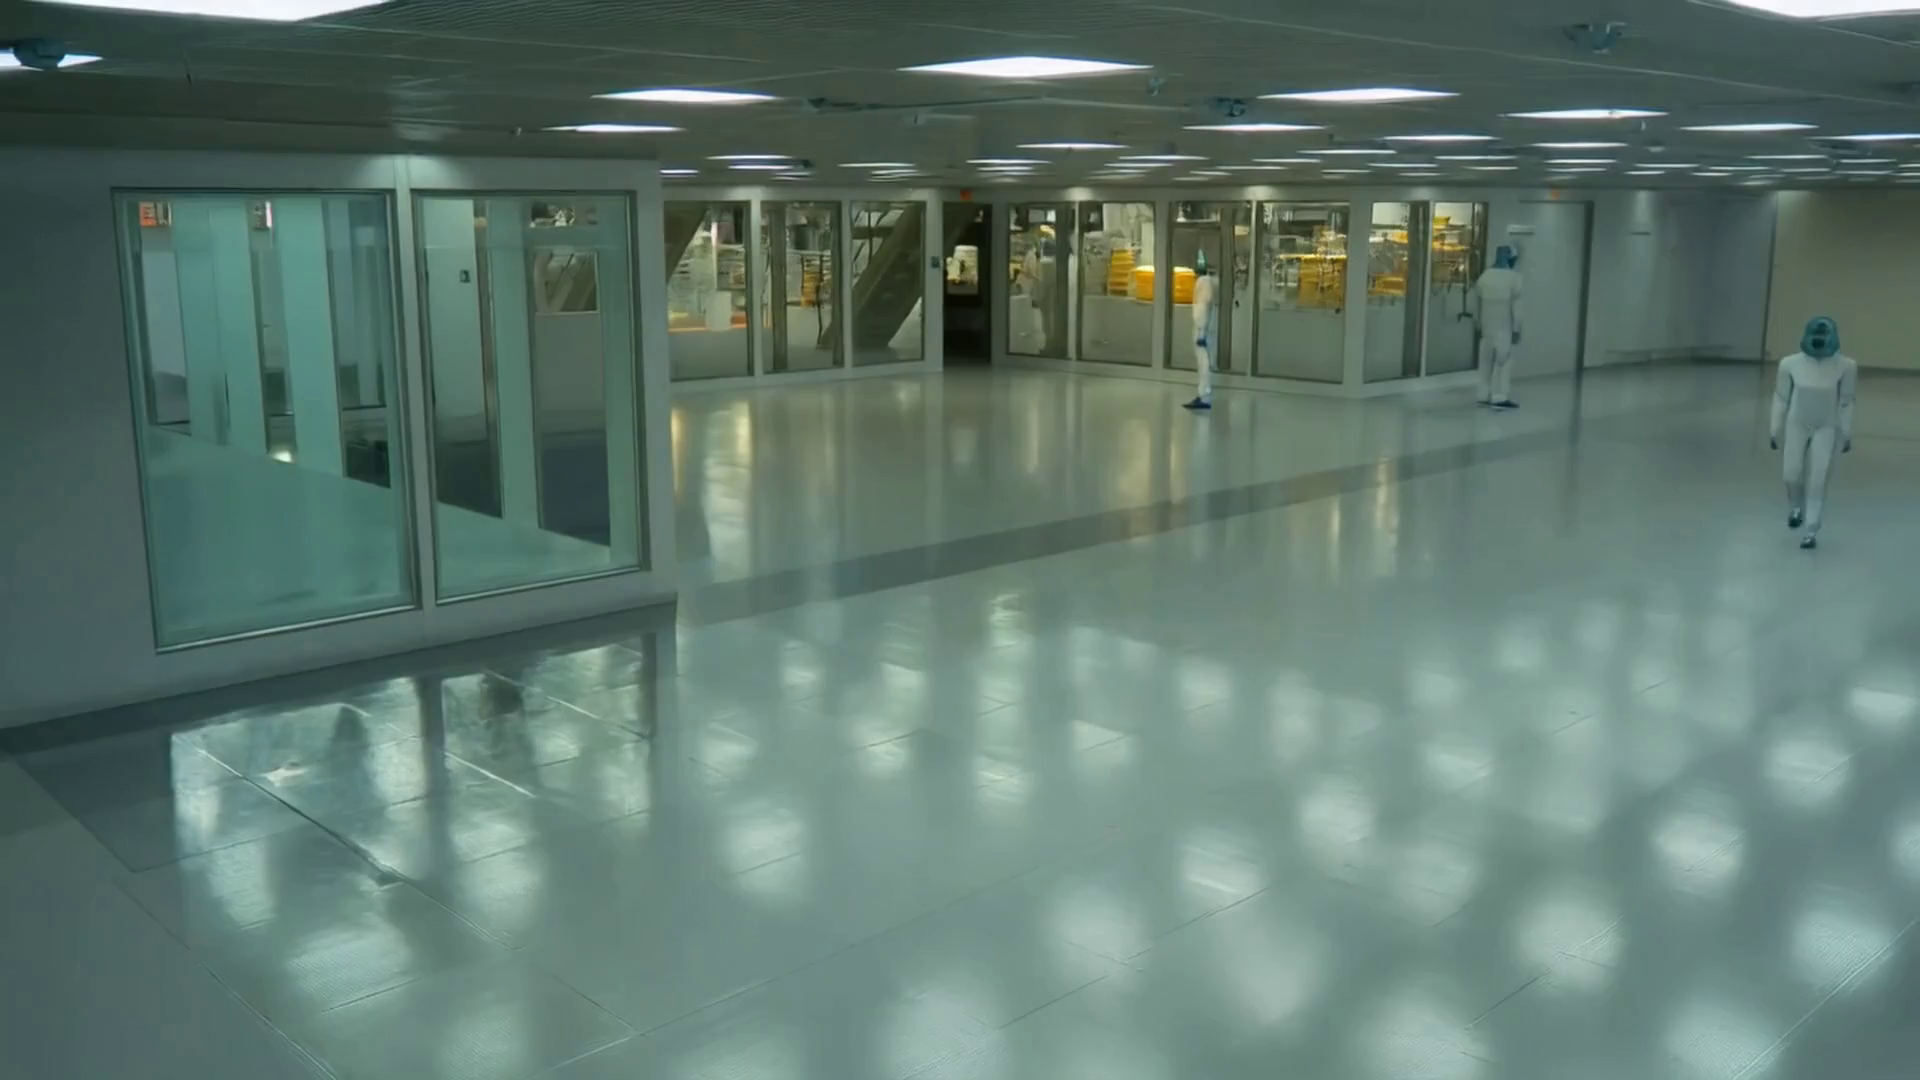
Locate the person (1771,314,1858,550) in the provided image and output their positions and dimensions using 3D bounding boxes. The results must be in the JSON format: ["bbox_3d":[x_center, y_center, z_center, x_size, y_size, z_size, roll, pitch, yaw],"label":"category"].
[{"bbox_3d":[5.920,-0.766,11.554,0.507,1.615,0.645,7,13,32],"label":"person"}]

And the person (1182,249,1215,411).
[{"bbox_3d":[2.774,-2.424,19.225,0.329,1.865,0.512,0,11,1],"label":"person"}]

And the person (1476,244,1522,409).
[{"bbox_3d":[6.320,-2.487,19.423,0.402,1.906,0.652,-5,12,-24],"label":"person"}]
